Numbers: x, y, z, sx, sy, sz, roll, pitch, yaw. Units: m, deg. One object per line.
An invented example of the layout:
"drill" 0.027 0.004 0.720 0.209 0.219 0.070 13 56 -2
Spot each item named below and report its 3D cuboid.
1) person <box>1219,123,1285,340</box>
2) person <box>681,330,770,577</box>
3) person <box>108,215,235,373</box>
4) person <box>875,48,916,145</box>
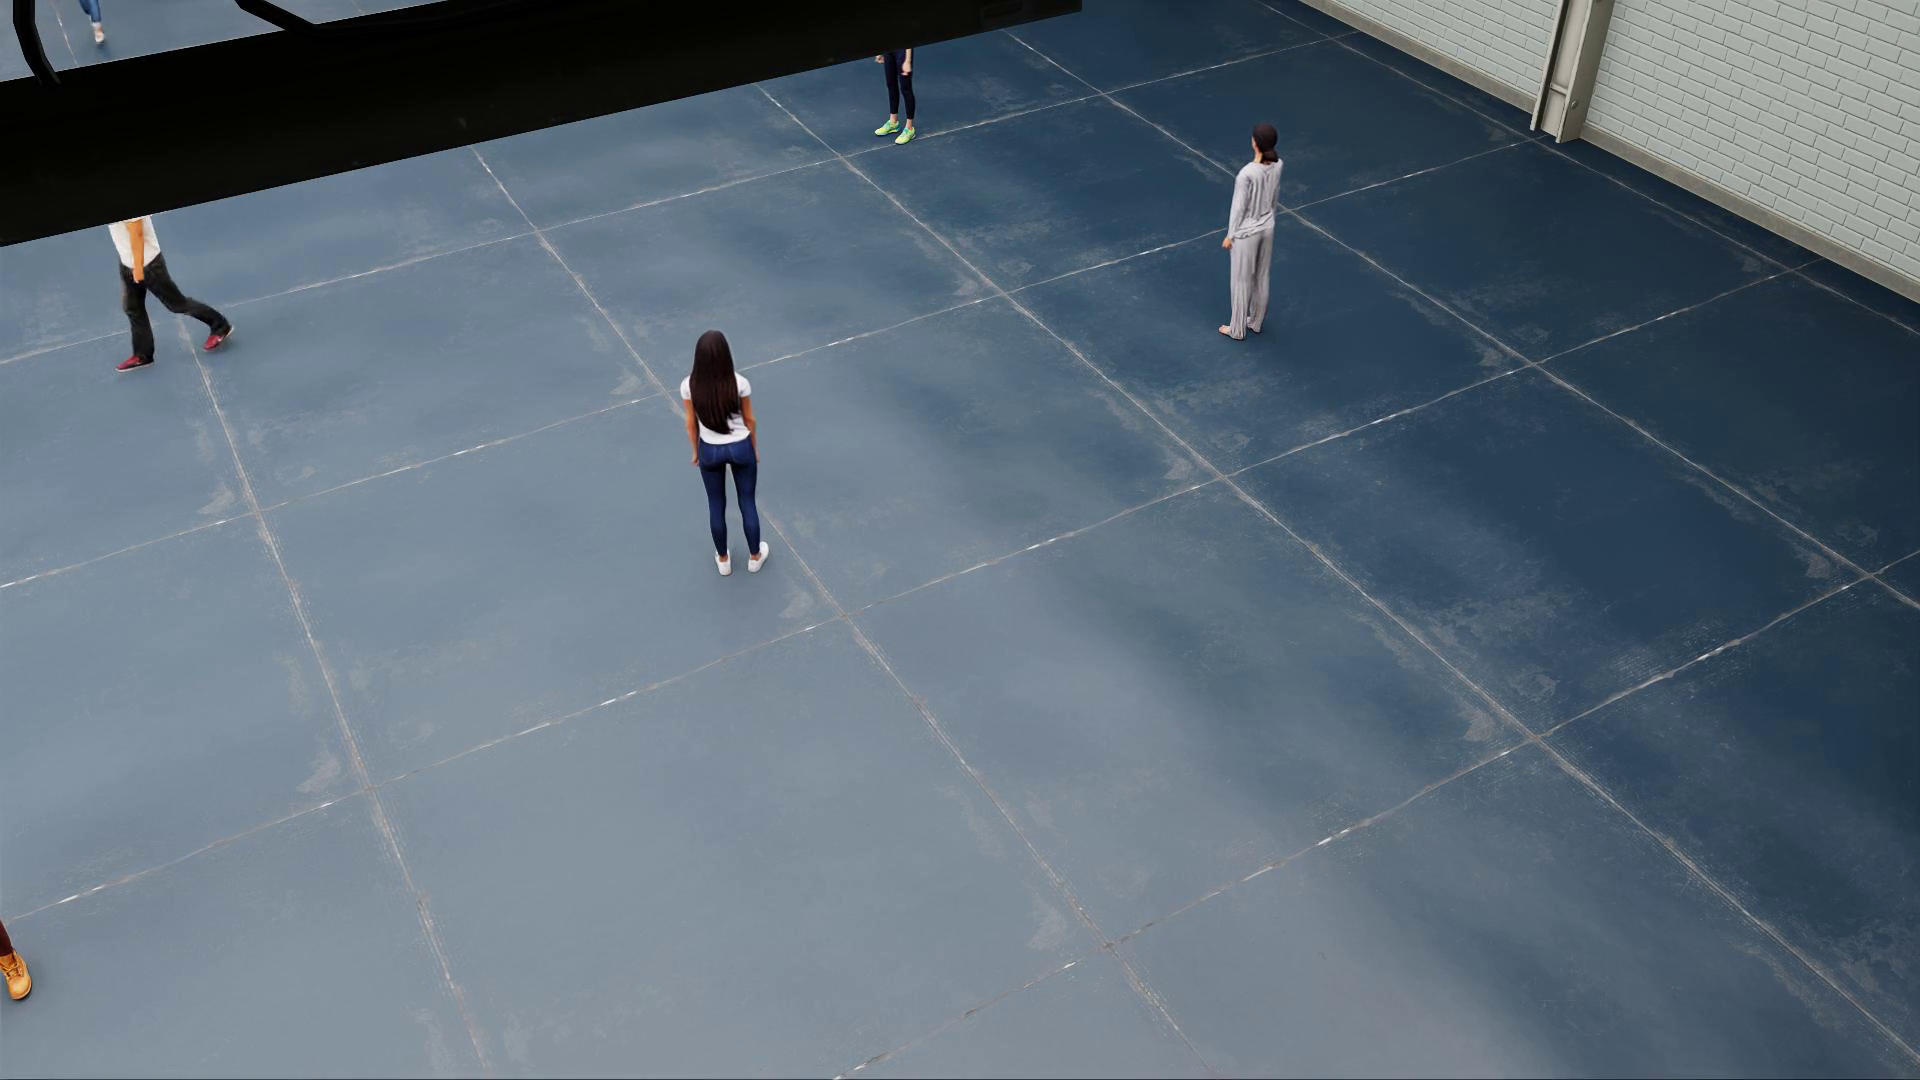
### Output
"person" 2.260 -2.362 12.764 0.587 1.773 0.529 -21 43 -24
"person" -1.465 -0.532 10.423 0.667 1.774 0.670 -1 38 -1
"person" -6.027 -2.124 12.460 0.899 1.771 1.133 -30 47 -33
"person" -0.582 -4.612 15.698 0.708 1.702 0.549 -30 47 -33
